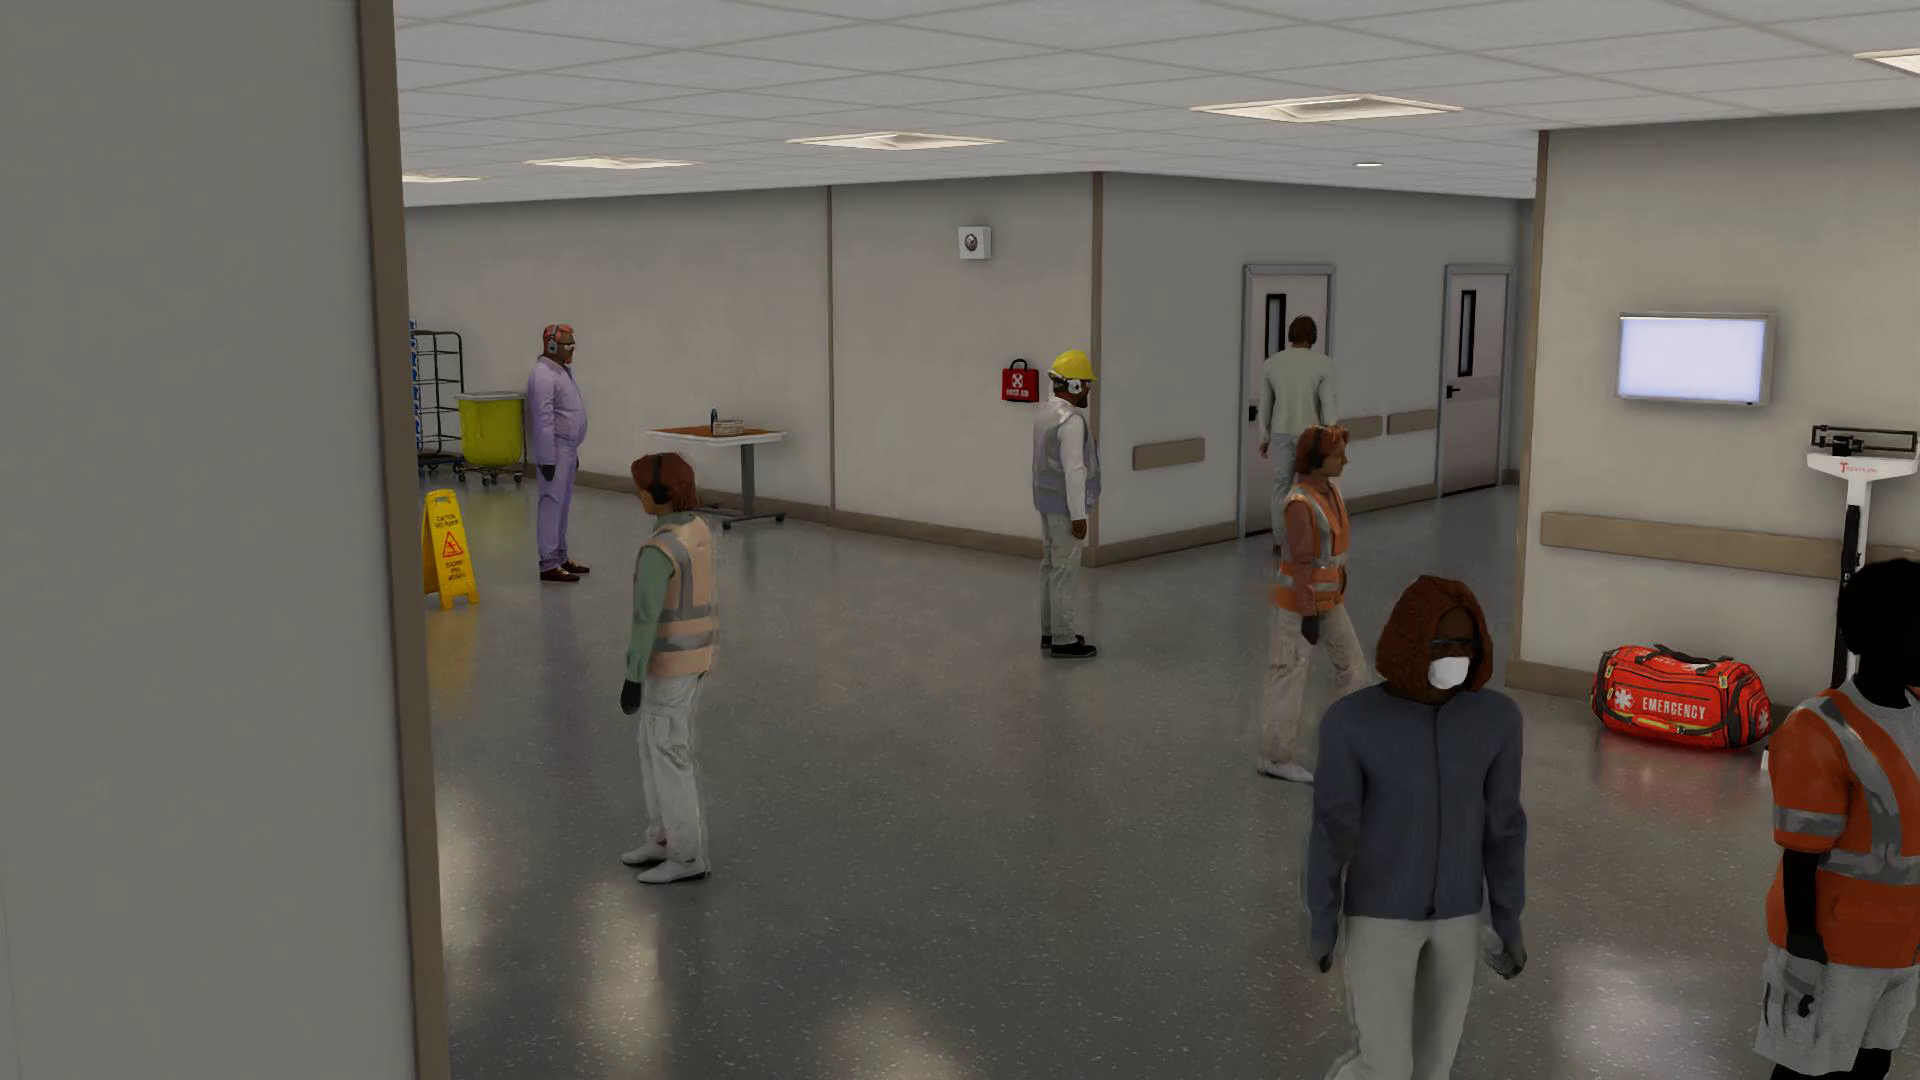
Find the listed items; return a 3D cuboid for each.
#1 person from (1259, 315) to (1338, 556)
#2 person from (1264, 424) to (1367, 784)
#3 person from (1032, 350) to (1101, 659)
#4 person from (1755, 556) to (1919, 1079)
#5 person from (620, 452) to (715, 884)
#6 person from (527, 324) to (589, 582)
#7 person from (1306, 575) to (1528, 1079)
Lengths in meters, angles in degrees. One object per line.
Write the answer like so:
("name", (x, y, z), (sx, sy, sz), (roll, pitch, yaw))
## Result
("person", (2.702, -0.824, 13.281), (0.640, 1.935, 0.368), (6, 11, 32))
("person", (1.632, 0.300, 7.333), (0.610, 1.617, 0.548), (6, 11, 32))
("person", (0.633, -0.211, 9.885), (0.403, 1.824, 0.590), (-2, 10, -13))
("person", (1.959, 0.870, 3.629), (0.532, 1.698, 0.319), (-5, 11, -30))
("person", (-1.137, 0.480, 6.221), (0.450, 1.625, 0.555), (2, 9, 9))
("person", (-2.957, -0.646, 12.312), (0.403, 1.900, 0.636), (0, 9, -1))
("person", (1.046, 0.875, 3.819), (0.493, 1.618, 0.362), (-2, 10, -15))
